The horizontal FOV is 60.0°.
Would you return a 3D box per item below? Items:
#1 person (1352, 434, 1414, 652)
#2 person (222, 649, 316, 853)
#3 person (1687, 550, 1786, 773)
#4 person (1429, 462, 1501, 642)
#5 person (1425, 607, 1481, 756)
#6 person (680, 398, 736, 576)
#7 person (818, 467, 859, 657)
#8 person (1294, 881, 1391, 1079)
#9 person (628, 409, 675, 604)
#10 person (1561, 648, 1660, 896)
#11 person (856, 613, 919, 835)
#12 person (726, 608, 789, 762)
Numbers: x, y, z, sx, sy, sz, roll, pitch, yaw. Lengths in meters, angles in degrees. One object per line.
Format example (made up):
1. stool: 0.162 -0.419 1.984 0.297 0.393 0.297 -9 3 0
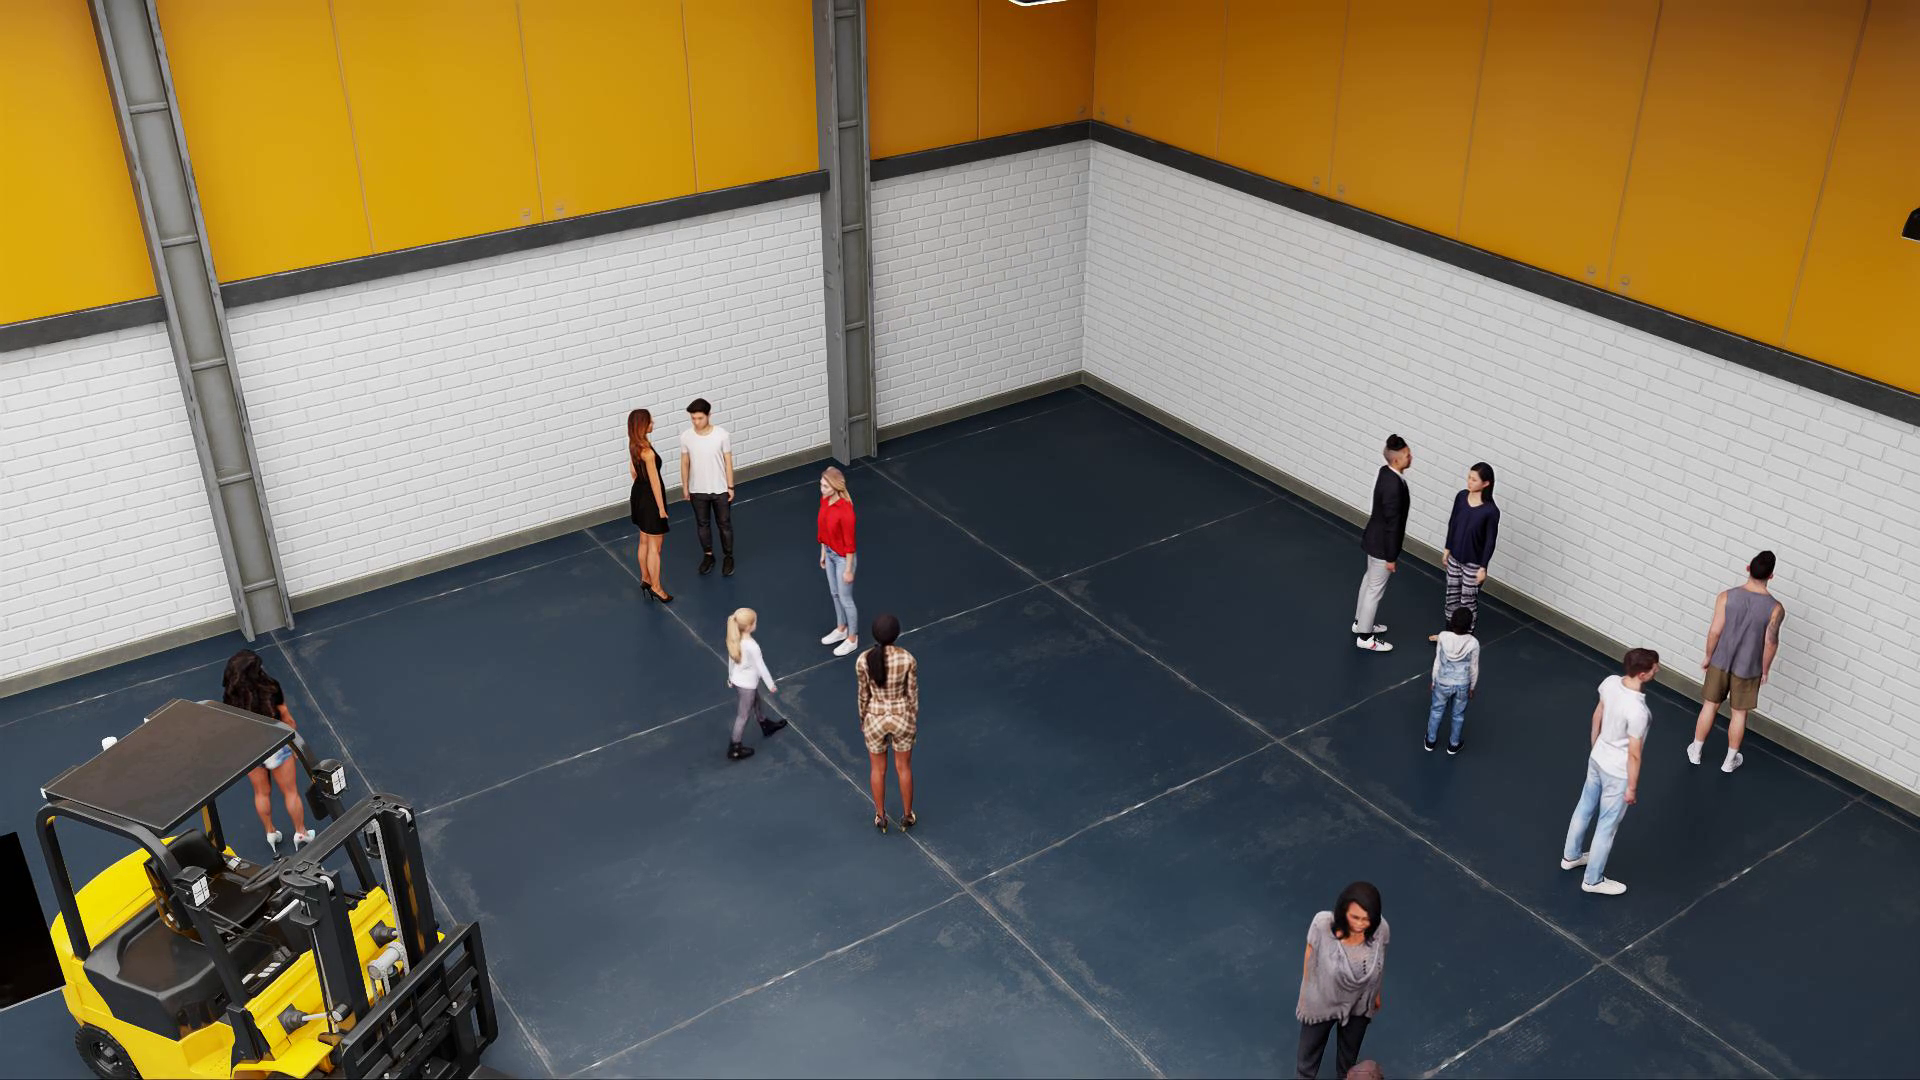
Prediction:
1. person: 3.526 -0.015 13.855 0.833 1.950 0.790 3 29 6
2. person: -4.785 1.461 11.488 0.650 1.626 0.728 0 29 1
3. person: 5.764 0.902 12.354 0.707 1.845 0.705 16 32 27
4. person: 4.223 0.136 13.805 0.526 1.734 0.618 -16 33 -27
5. person: 3.734 1.057 12.610 0.570 1.261 0.615 10 30 18
6. person: -2.251 -0.506 15.000 0.692 1.715 0.777 2 29 3
7. person: -0.996 0.152 13.805 0.510 1.705 0.608 -20 34 -32
8. person: 2.177 2.557 9.493 0.762 1.613 0.833 0 29 0
9. person: -2.711 -0.299 14.496 0.510 1.834 0.572 -19 34 -31
10. person: 4.372 1.517 11.151 0.702 1.850 0.733 -5 29 -8
11. person: -0.495 1.293 11.620 0.652 1.794 0.730 1 29 3
12. person: -1.671 1.102 12.529 0.799 1.259 0.510 -16 33 -27
